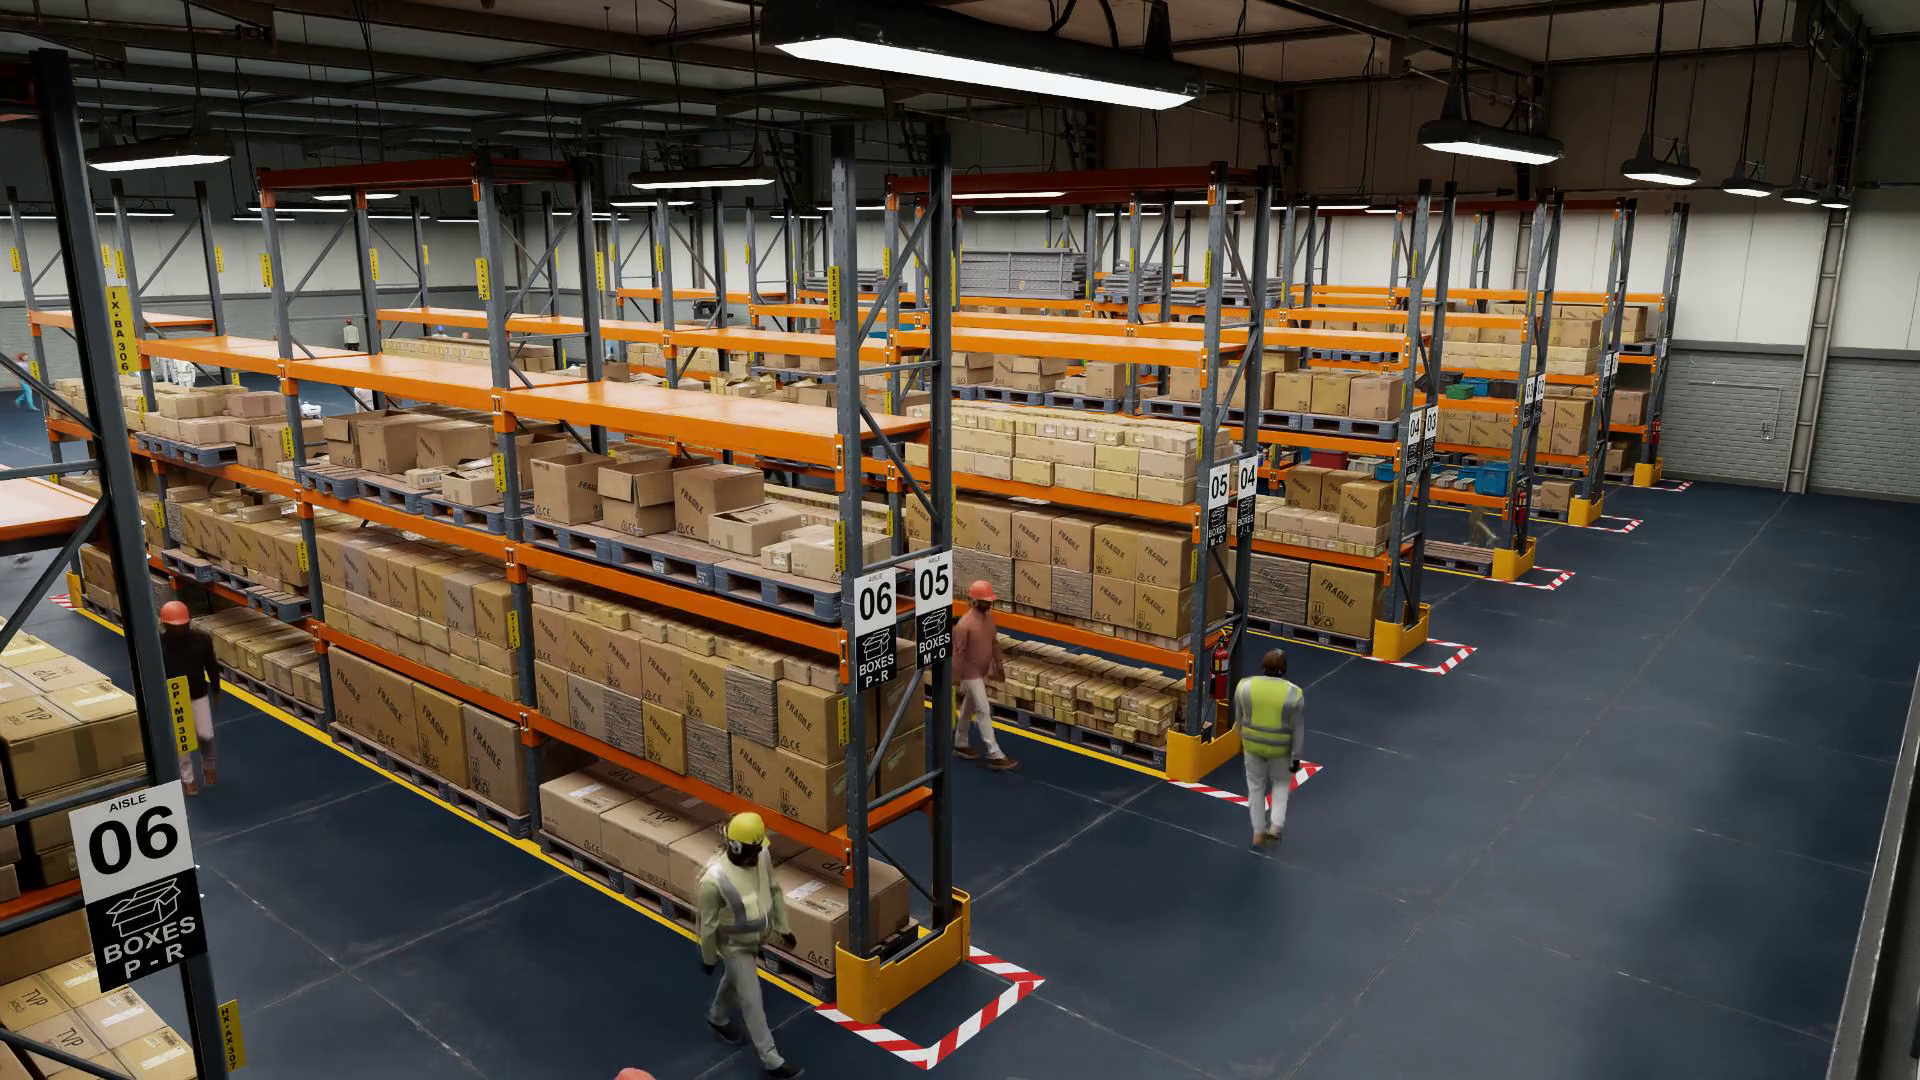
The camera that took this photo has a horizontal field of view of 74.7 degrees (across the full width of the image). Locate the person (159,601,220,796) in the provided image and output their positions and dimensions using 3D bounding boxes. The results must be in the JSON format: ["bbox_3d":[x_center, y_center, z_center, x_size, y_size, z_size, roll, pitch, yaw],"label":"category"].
[{"bbox_3d":[-7.529,1.533,12.213,0.639,1.972,0.449,-9,16,-33],"label":"person"}]

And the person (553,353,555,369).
[{"bbox_3d":[-12.748,-5.155,39.853,0.623,1.902,0.693,-9,16,-32],"label":"person"}]

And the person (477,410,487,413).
[{"bbox_3d":[-12.693,-3.567,33.526,0.510,1.824,1.011,5,15,20],"label":"person"}]

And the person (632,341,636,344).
[{"bbox_3d":[-11.333,-6.223,44.203,0.793,1.928,0.624,-1,14,-6],"label":"person"}]

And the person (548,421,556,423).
[{"bbox_3d":[-9.831,-2.943,30.705,0.372,1.935,0.629,12,18,39],"label":"person"}]

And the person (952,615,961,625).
[{"bbox_3d":[-0.009,0.336,17.454,0.605,1.819,0.552,-12,18,-40],"label":"person"}]

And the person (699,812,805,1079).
[{"bbox_3d":[-1.391,2.607,8.244,0.932,1.768,0.571,7,15,28],"label":"person"}]

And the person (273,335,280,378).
[{"bbox_3d":[-25.985,-7.009,48.049,0.315,1.636,0.515,12,18,39],"label":"person"}]

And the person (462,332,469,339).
[{"bbox_3d":[-17.897,-6.623,45.880,0.546,1.918,0.749,3,14,11],"label":"person"}]

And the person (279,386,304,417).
[{"bbox_3d":[-15.938,-2.744,29.989,0.595,1.887,0.588,10,17,36],"label":"person"}]

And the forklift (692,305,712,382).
[{"bbox_3d":[-9.511,-7.392,47.124,1.873,2.768,1.129,11,17,38],"label":"forklift"}]

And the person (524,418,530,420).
[{"bbox_3d":[-11.928,-3.758,34.145,0.644,1.889,1.014,-13,19,-42],"label":"person"}]

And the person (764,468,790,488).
[{"bbox_3d":[-3.932,-2.001,26.697,1.005,2.000,0.686,5,15,21],"label":"person"}]

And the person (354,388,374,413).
[{"bbox_3d":[-15.238,-3.341,32.400,0.399,1.908,0.643,12,18,39],"label":"person"}]

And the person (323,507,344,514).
[{"bbox_3d":[-12.102,-1.324,24.037,0.372,1.939,0.629,12,18,39],"label":"person"}]

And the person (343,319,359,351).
[{"bbox_3d":[-25.211,-8.189,52.171,0.399,1.987,0.612,12,18,39],"label":"person"}]

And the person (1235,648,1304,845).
[{"bbox_3d":[2.751,1.846,11.248,0.625,1.824,0.451,5,15,21],"label":"person"}]

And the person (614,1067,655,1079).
[{"bbox_3d":[-1.324,3.199,5.533,0.986,1.896,0.560,12,18,40],"label":"person"}]

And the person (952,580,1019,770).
[{"bbox_3d":[0.293,1.374,12.885,0.933,1.955,0.653,8,16,29],"label":"person"}]

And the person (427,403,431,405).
[{"bbox_3d":[-14.908,-4.020,35.228,0.983,1.883,0.566,6,15,22],"label":"person"}]

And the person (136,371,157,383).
[{"bbox_3d":[-24.381,-4.509,37.793,0.534,1.616,0.559,-12,18,-39],"label":"person"}]

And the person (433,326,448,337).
[{"bbox_3d":[-20.252,-7.420,49.172,0.605,1.915,0.891,-6,15,-24],"label":"person"}]

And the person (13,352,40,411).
[{"bbox_3d":[-28.993,-4.891,38.941,0.679,1.822,0.588,-3,14,-11],"label":"person"}]

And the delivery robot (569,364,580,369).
[{"bbox_3d":[-14.670,-6.434,47.831,0.477,0.478,0.707,1,14,3],"label":"delivery robot"}]

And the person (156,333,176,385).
[{"bbox_3d":[-28.473,-6.450,45.122,0.372,1.939,0.629,12,18,39],"label":"person"}]

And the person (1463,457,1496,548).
[{"bbox_3d":[9.078,-0.633,21.862,0.512,1.616,0.543,-11,18,-39],"label":"person"}]

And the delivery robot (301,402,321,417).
[{"bbox_3d":[-19.228,-3.818,37.073,0.477,0.478,0.707,11,17,38],"label":"delivery robot"}]

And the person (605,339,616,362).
[{"bbox_3d":[-13.678,-7.374,49.496,0.776,1.672,0.531,-4,14,-16],"label":"person"}]

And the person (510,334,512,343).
[{"bbox_3d":[-17.918,-7.481,49.478,0.649,1.888,0.416,-5,14,-18],"label":"person"}]

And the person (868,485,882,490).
[{"bbox_3d":[-1.617,-1.378,24.055,0.402,2.036,0.609,12,18,39],"label":"person"}]

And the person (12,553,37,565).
[{"bbox_3d":[-15.881,-0.465,20.702,0.989,1.833,0.573,-6,15,-23],"label":"person"}]

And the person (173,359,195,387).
[{"bbox_3d":[-23.713,-4.897,38.515,0.610,2.042,0.396,1,14,2],"label":"person"}]
